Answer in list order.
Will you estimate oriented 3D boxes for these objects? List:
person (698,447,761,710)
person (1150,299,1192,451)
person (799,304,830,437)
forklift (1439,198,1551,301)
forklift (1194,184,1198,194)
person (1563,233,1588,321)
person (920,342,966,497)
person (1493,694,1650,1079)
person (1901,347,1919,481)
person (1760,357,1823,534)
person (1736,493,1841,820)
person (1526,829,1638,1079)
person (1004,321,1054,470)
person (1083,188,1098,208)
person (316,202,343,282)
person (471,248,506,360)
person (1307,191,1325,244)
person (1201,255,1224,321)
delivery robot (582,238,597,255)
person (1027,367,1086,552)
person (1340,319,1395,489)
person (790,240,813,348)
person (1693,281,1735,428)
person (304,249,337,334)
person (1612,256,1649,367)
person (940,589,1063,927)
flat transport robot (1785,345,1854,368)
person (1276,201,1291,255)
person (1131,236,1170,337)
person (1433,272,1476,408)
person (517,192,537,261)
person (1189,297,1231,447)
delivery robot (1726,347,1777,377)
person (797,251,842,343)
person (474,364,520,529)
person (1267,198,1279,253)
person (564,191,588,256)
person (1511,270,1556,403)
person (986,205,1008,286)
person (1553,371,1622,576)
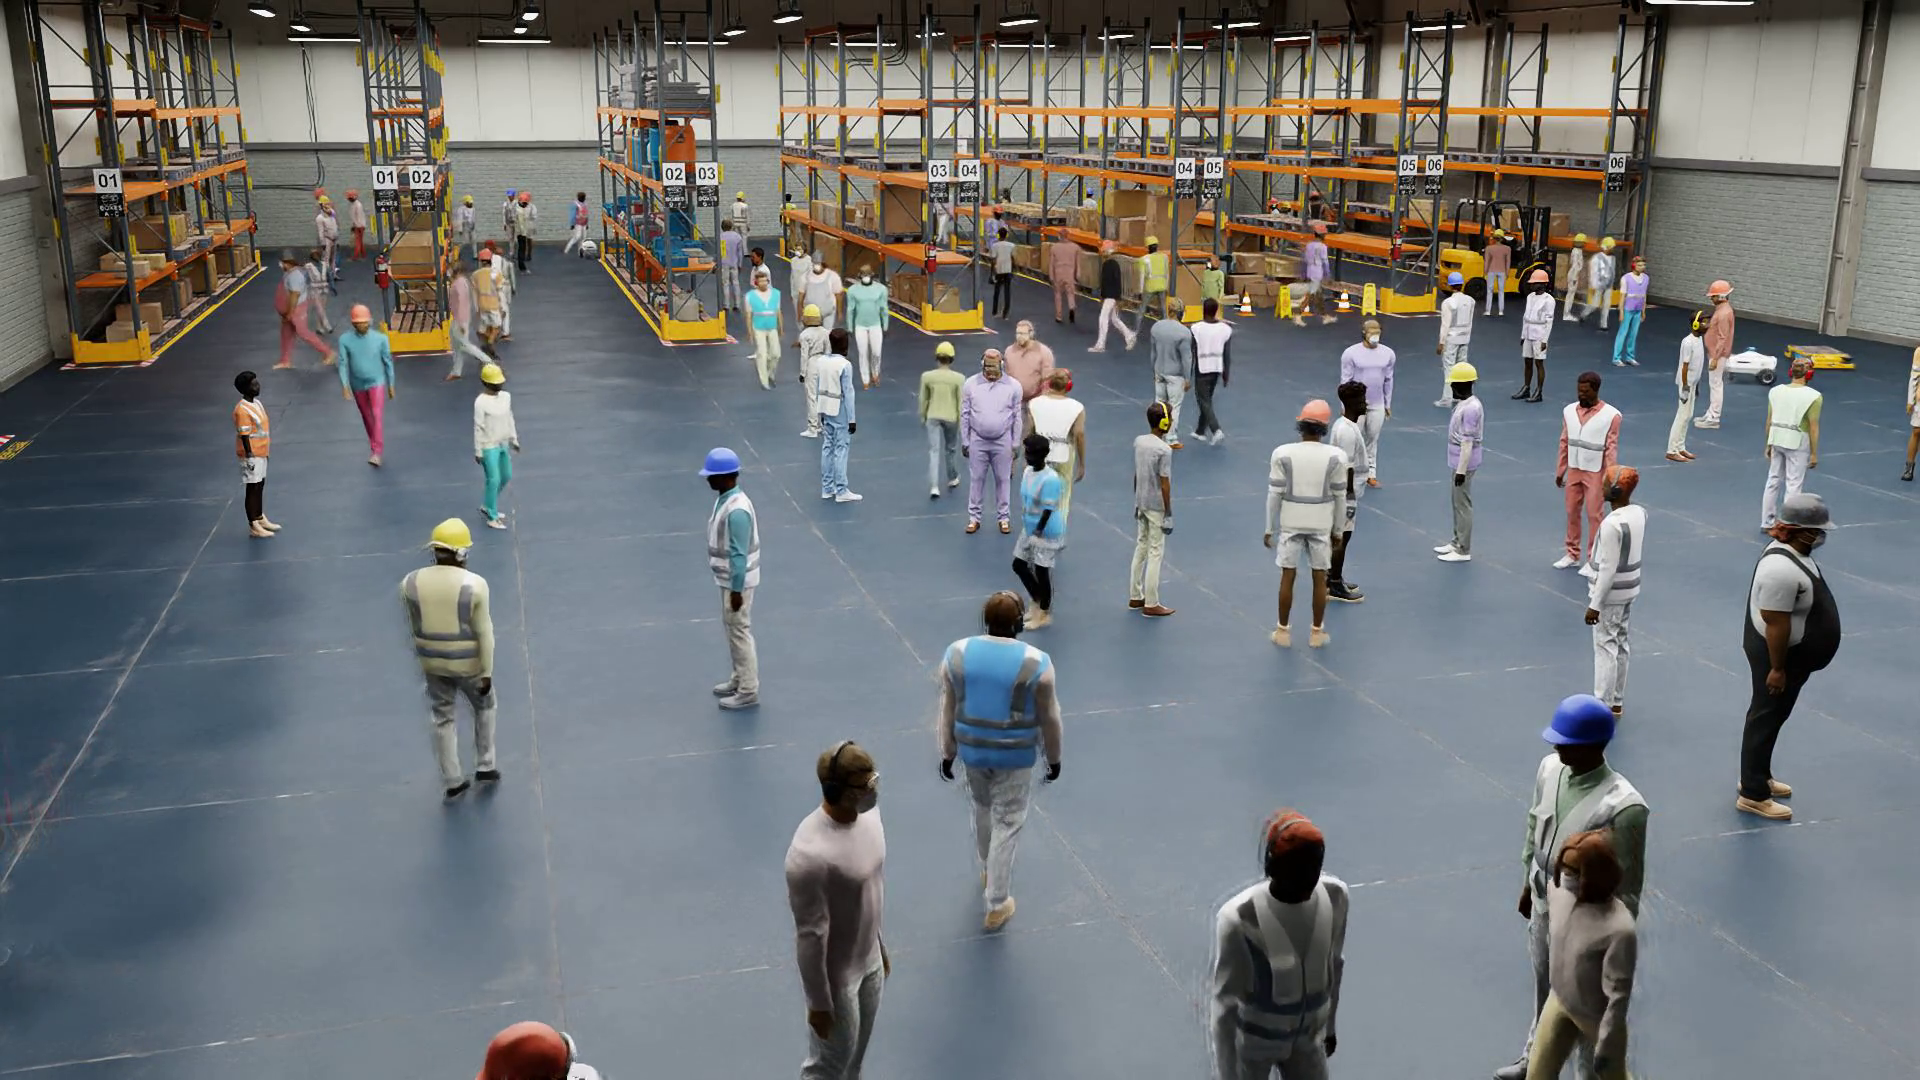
[{"bbox_3d":[-1.667,0.270,12.129,0.420,1.937,0.607,-4,15,-15],"label":"person"},{"bbox_3d":[2.666,-2.074,20.970,0.387,1.928,0.635,-13,20,-41],"label":"person"},{"bbox_3d":[-1.924,-2.229,21.897,0.294,1.744,0.486,13,20,40],"label":"person"},{"bbox_3d":[11.913,-6.508,37.130,2.313,2.155,1.214,-4,15,-15],"label":"forklift"},{"bbox_3d":[7.392,-11.333,53.972,1.873,2.768,1.129,-4,15,-15],"label":"forklift"},{"bbox_3d":[12.366,-5.281,33.404,0.340,1.736,0.487,5,16,19],"label":"person"},{"bbox_3d":[-0.196,-1.364,18.686,0.537,1.722,0.920,3,15,10],"label":"person"},{"bbox_3d":[2.639,1.579,7.176,0.406,1.942,0.614,-6,16,-21],"label":"person"},{"bbox_3d":[11.274,-1.623,19.241,0.551,1.936,0.357,7,16,24],"label":"person"},{"bbox_3d":[8.379,-0.923,16.808,0.395,1.836,0.561,-8,17,-27],"label":"person"},{"bbox_3d":[5.147,0.696,10.317,0.536,2.000,0.688,8,17,27],"label":"person"},{"bbox_3d":[2.525,1.892,6.685,0.870,1.586,0.508,-6,16,-23],"label":"person"},{"bbox_3d":[0.763,-1.614,19.361,0.655,1.855,0.974,6,16,23],"label":"person"},{"bbox_3d":[3.587,-8.787,46.217,0.614,1.930,0.432,10,18,34],"label":"person"},{"bbox_3d":[-15.298,-7.225,40.379,0.406,1.910,0.639,3,15,11],"label":"person"},{"bbox_3d":[-7.933,-3.923,27.920,0.555,1.924,0.646,3,15,11],"label":"person"},{"bbox_3d":[9.329,-8.233,44.033,0.609,1.978,1.107,-1,15,-4],"label":"person"},{"bbox_3d":[4.532,-4.317,29.962,0.279,1.633,0.501,-12,19,-38],"label":"person"},{"bbox_3d":[-10.302,-8.137,46.223,0.477,0.478,0.707,-4,15,-16],"label":"delivery robot"},{"bbox_3d":[0.918,-0.757,16.181,0.601,1.828,0.479,5,16,20],"label":"person"},{"bbox_3d":[4.624,-1.538,18.922,0.631,1.940,0.372,-2,15,-9],"label":"person"},{"bbox_3d":[-2.778,-4.354,29.540,0.627,1.932,0.368,14,20,42],"label":"person"},{"bbox_3d":[10.211,-2.505,22.469,0.389,1.986,0.608,6,16,23],"label":"person"},{"bbox_3d":[-12.001,-4.660,31.304,0.866,1.593,0.525,13,19,40],"label":"person"},{"bbox_3d":[11.131,-3.791,27.601,0.562,1.836,0.391,-7,16,-23],"label":"person"},{"bbox_3d":[0.257,1.138,9.094,0.656,1.809,0.817,6,16,21],"label":"person"},{"bbox_3d":[14.440,-3.092,27.962,0.652,0.197,1.431,2,15,9],"label":"flat transport robot"},{"bbox_3d":[8.499,-7.984,43.554,0.325,1.740,0.493,14,20,42],"label":"person"},{"bbox_3d":[3.553,-4.688,30.890,0.721,1.889,0.515,-4,15,-15],"label":"person"},{"bbox_3d":[7.106,-2.869,23.923,0.602,1.941,0.402,-9,17,-30],"label":"person"},{"bbox_3d":[-11.818,-8.552,45.400,0.577,1.889,0.587,0,15,0],"label":"person"},{"bbox_3d":[3.209,-2.169,21.403,0.600,1.895,0.871,-6,16,-22],"label":"person"},{"bbox_3d":[12.369,-2.768,26.022,0.707,0.478,0.477,5,15,17],"label":"delivery robot"},{"bbox_3d":[-2.294,-3.669,26.741,0.706,2.000,0.998,4,15,14],"label":"person"},{"bbox_3d":[-4.864,-0.977,17.201,0.601,1.736,0.571,6,16,23],"label":"person"},{"bbox_3d":[8.417,-8.315,44.776,0.335,1.749,0.575,1,15,3],"label":"person"},{"bbox_3d":[-10.802,-8.929,46.977,0.610,1.819,0.658,4,15,16],"label":"person"},{"bbox_3d":[8.424,-2.989,24.380,0.354,1.939,0.544,-6,16,-23],"label":"person"},{"bbox_3d":[0.938,-7.007,39.585,0.557,1.889,0.880,-12,19,-37],"label":"person"},{"bbox_3d":[5.876,-0.638,15.599,0.400,1.907,0.600,-10,18,-34],"label":"person"}]
